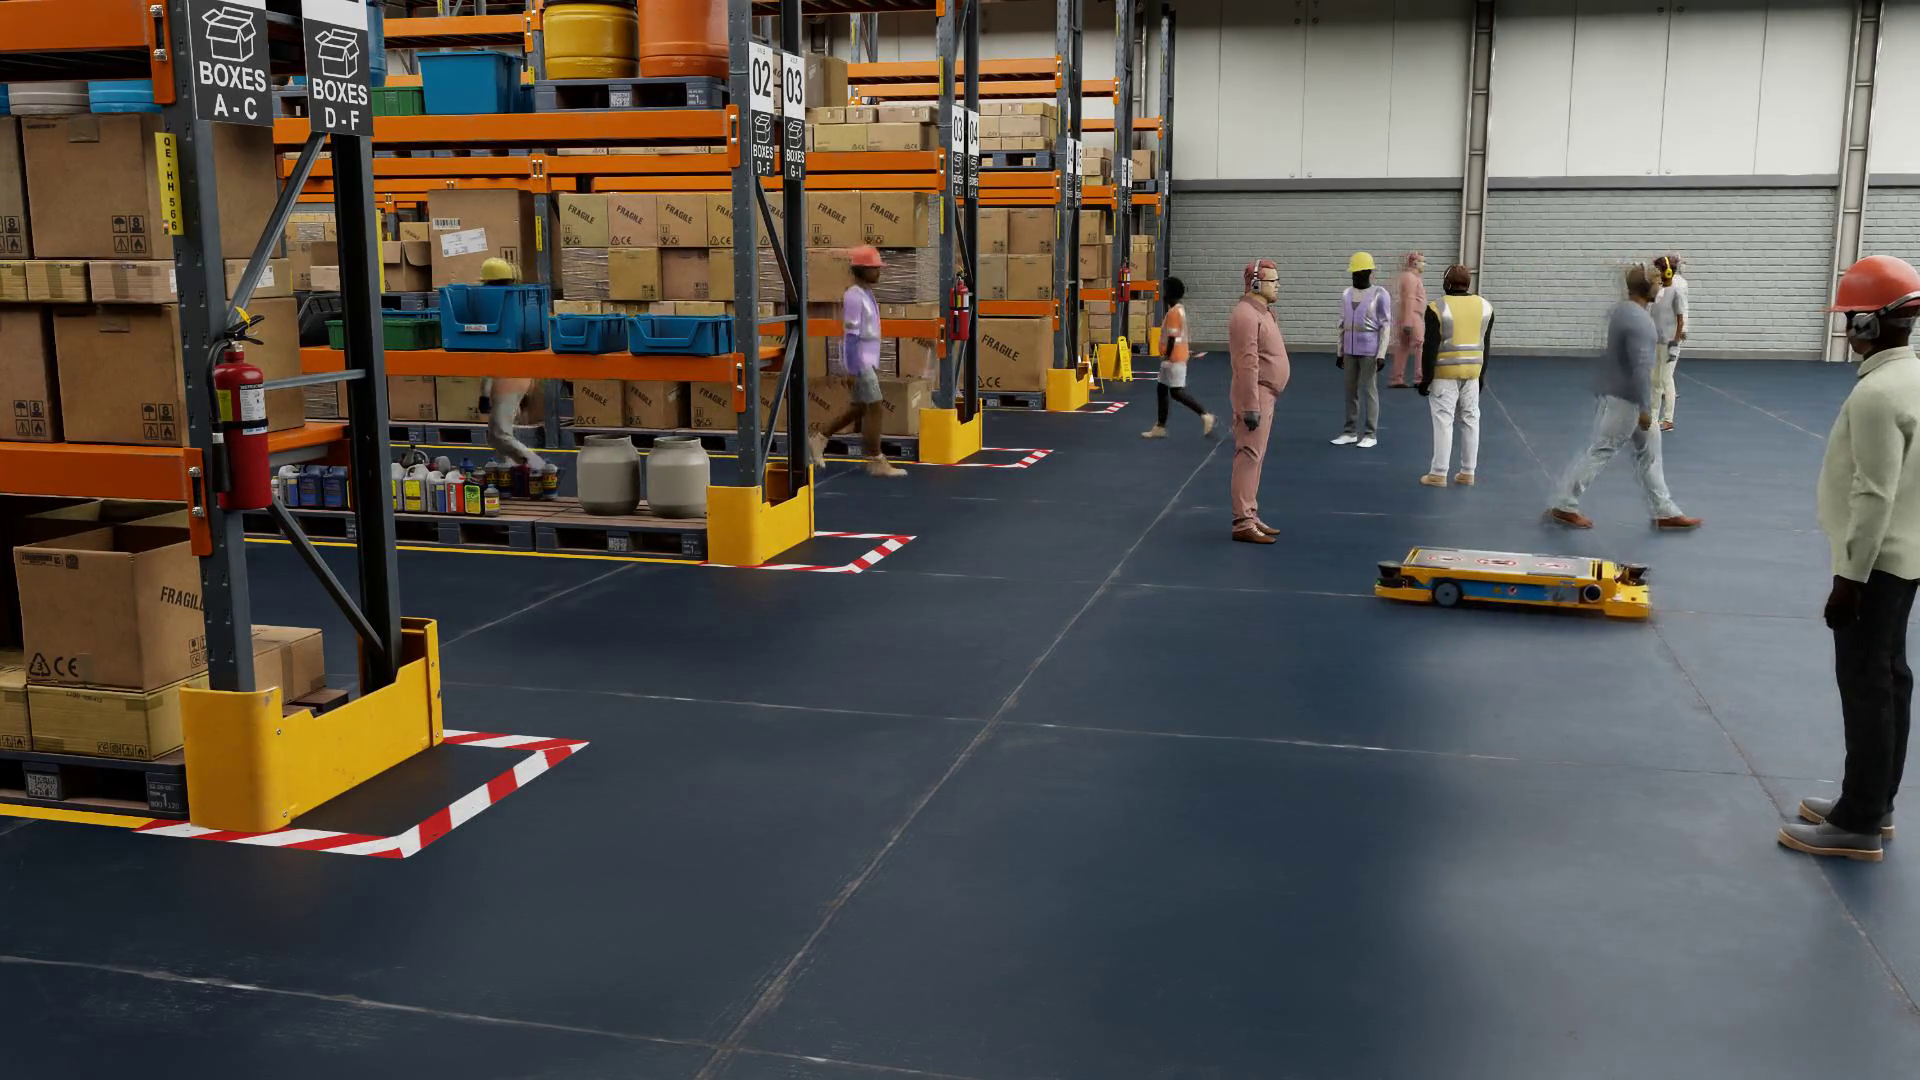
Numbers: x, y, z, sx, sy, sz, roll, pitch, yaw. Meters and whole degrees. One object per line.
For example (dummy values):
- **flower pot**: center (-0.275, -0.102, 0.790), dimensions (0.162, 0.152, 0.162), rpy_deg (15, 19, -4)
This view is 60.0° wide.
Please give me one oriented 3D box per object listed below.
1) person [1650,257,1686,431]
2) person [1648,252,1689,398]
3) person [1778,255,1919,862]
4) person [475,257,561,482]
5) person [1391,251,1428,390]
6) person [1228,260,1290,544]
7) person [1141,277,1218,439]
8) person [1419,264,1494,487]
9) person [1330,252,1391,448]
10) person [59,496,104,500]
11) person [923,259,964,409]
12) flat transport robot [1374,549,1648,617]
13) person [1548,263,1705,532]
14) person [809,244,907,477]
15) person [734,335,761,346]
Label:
- **person**: center (7.533, -2.099, 17.859), dimensions (0.329, 1.865, 0.518), rpy_deg (-2, 10, -11)
- **person**: center (9.184, -2.772, 21.517), dimensions (0.432, 1.888, 0.666), rpy_deg (-3, 11, -14)
- **person**: center (3.004, 0.066, 5.514), dimensions (0.392, 1.990, 0.612), rpy_deg (9, 14, 41)
- **person**: center (-3.398, -1.184, 12.647), dimensions (0.673, 1.911, 0.591), rpy_deg (2, 10, 12)
- **person**: center (6.293, -2.997, 22.796), dimensions (0.729, 1.885, 0.648), rpy_deg (1, 10, 7)
- **person**: center (2.028, -0.938, 11.310), dimensions (0.409, 1.909, 0.643), rpy_deg (3, 11, 16)
- **person**: center (2.254, -1.844, 16.973), dimensions (0.719, 1.670, 0.537), rpy_deg (1, 10, 6)
- **person**: center (4.098, -1.362, 13.836), dimensions (0.622, 1.845, 0.430), rpy_deg (-3, 11, -15)
- **person**: center (3.953, -1.873, 16.435), dimensions (0.386, 1.922, 0.594), rpy_deg (-8, 13, -36)
- **person**: center (-5.736, -0.797, 10.633), dimensions (0.310, 1.868, 0.533), rpy_deg (2, 10, 9)
- **person**: center (-0.115, -2.447, 19.480), dimensions (0.809, 1.965, 0.650), rpy_deg (0, 10, 3)
- **flat transport robot**: center (3.118, 0.222, 9.411), dimensions (1.431, 0.197, 0.652), rpy_deg (4, 11, 21)
- **person**: center (4.675, -0.984, 11.620), dimensions (1.045, 1.889, 0.643), rpy_deg (3, 11, 16)
- **person**: center (-0.925, -1.540, 14.376), dimensions (0.887, 2.017, 0.622), rpy_deg (1, 10, 8)
- **person**: center (-2.348, -2.156, 17.975), dimensions (0.378, 1.932, 0.551), rpy_deg (2, 10, 11)
